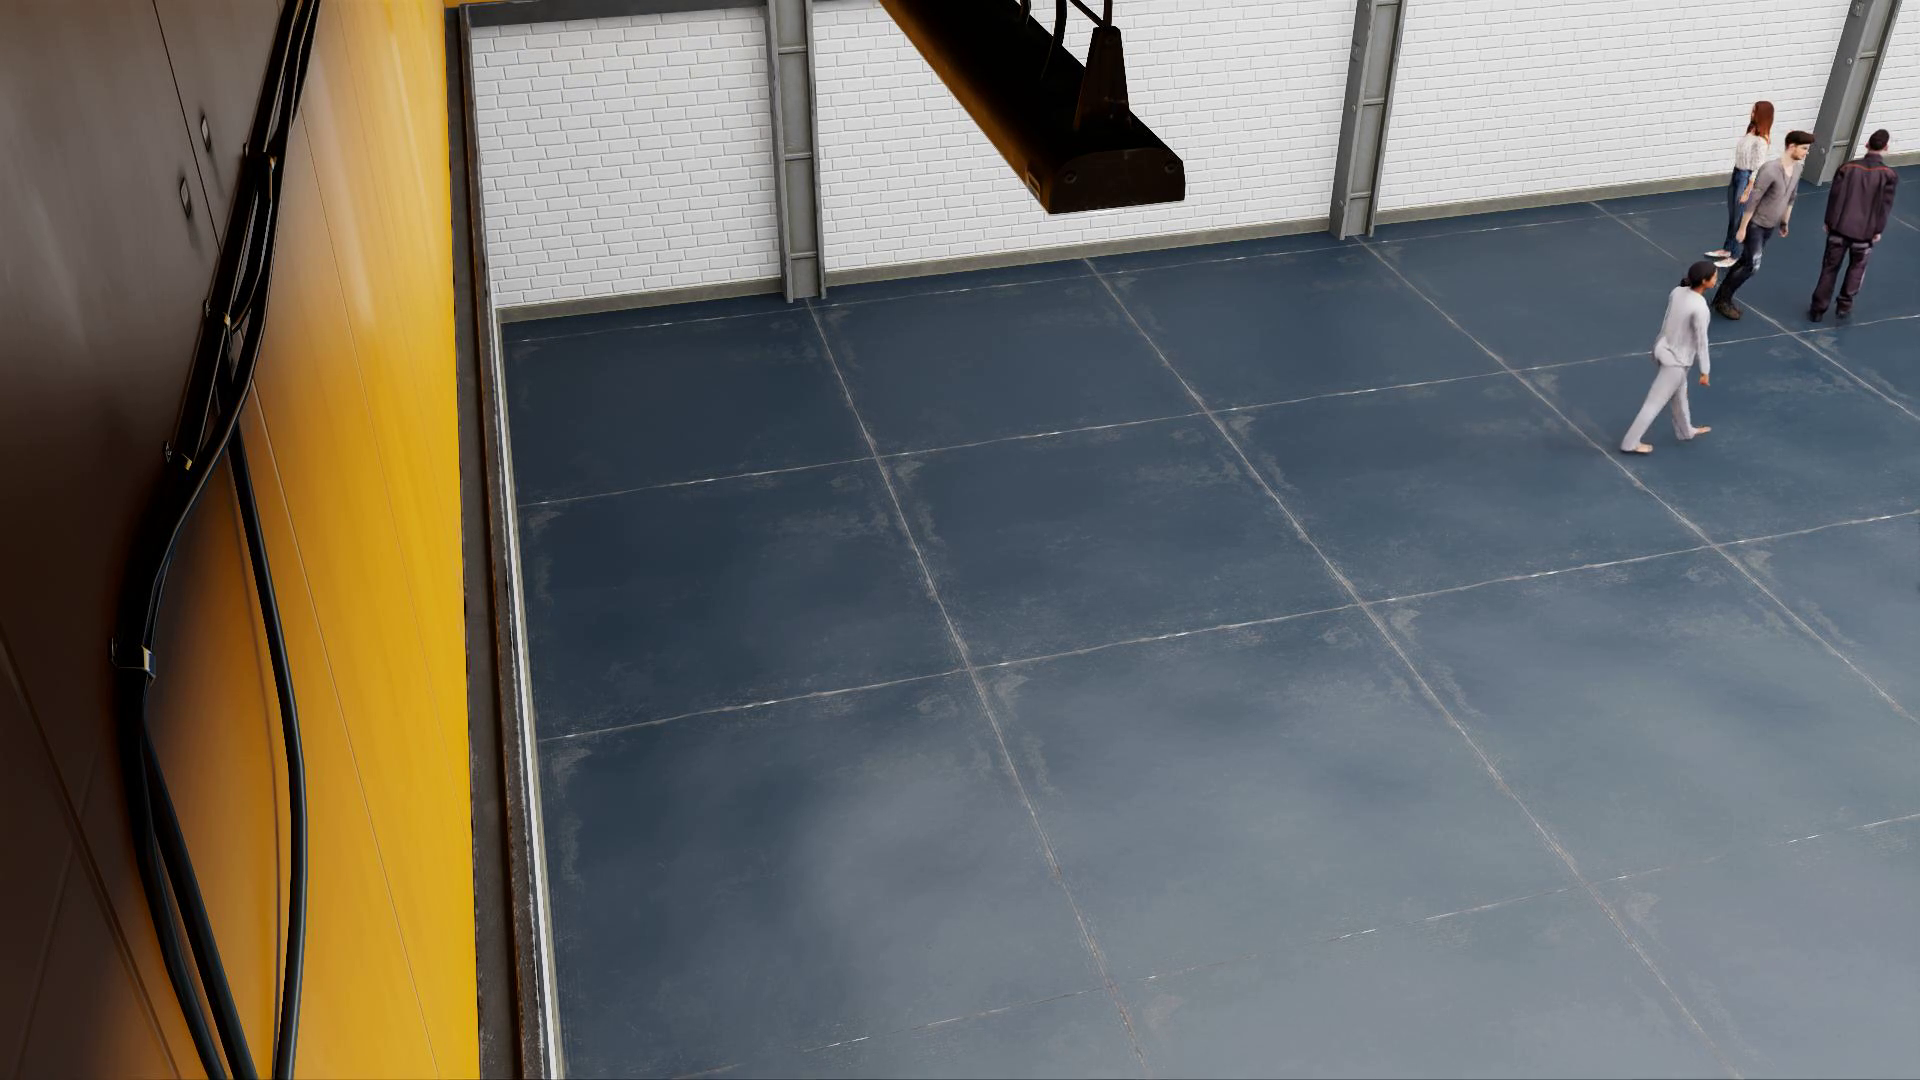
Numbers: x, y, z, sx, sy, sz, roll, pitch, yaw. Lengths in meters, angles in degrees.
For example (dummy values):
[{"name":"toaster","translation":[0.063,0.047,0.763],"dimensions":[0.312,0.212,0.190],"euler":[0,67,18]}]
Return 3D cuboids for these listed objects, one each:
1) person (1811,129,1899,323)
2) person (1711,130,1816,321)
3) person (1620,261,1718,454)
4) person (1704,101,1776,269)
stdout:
[{"name":"person","translation":[8.483,-2.954,15.792],"dimensions":[0.897,1.828,0.950],"euler":[21,39,29]},{"name":"person","translation":[7.555,-3.018,15.846],"dimensions":[0.788,1.873,0.885],"euler":[-16,37,-22]},{"name":"person","translation":[5.792,-1.475,13.683],"dimensions":[1.101,1.699,0.797],"euler":[-2,34,-3]},{"name":"person","translation":[7.972,-3.622,16.887],"dimensions":[0.622,1.728,0.641],"euler":[3,34,5]}]
